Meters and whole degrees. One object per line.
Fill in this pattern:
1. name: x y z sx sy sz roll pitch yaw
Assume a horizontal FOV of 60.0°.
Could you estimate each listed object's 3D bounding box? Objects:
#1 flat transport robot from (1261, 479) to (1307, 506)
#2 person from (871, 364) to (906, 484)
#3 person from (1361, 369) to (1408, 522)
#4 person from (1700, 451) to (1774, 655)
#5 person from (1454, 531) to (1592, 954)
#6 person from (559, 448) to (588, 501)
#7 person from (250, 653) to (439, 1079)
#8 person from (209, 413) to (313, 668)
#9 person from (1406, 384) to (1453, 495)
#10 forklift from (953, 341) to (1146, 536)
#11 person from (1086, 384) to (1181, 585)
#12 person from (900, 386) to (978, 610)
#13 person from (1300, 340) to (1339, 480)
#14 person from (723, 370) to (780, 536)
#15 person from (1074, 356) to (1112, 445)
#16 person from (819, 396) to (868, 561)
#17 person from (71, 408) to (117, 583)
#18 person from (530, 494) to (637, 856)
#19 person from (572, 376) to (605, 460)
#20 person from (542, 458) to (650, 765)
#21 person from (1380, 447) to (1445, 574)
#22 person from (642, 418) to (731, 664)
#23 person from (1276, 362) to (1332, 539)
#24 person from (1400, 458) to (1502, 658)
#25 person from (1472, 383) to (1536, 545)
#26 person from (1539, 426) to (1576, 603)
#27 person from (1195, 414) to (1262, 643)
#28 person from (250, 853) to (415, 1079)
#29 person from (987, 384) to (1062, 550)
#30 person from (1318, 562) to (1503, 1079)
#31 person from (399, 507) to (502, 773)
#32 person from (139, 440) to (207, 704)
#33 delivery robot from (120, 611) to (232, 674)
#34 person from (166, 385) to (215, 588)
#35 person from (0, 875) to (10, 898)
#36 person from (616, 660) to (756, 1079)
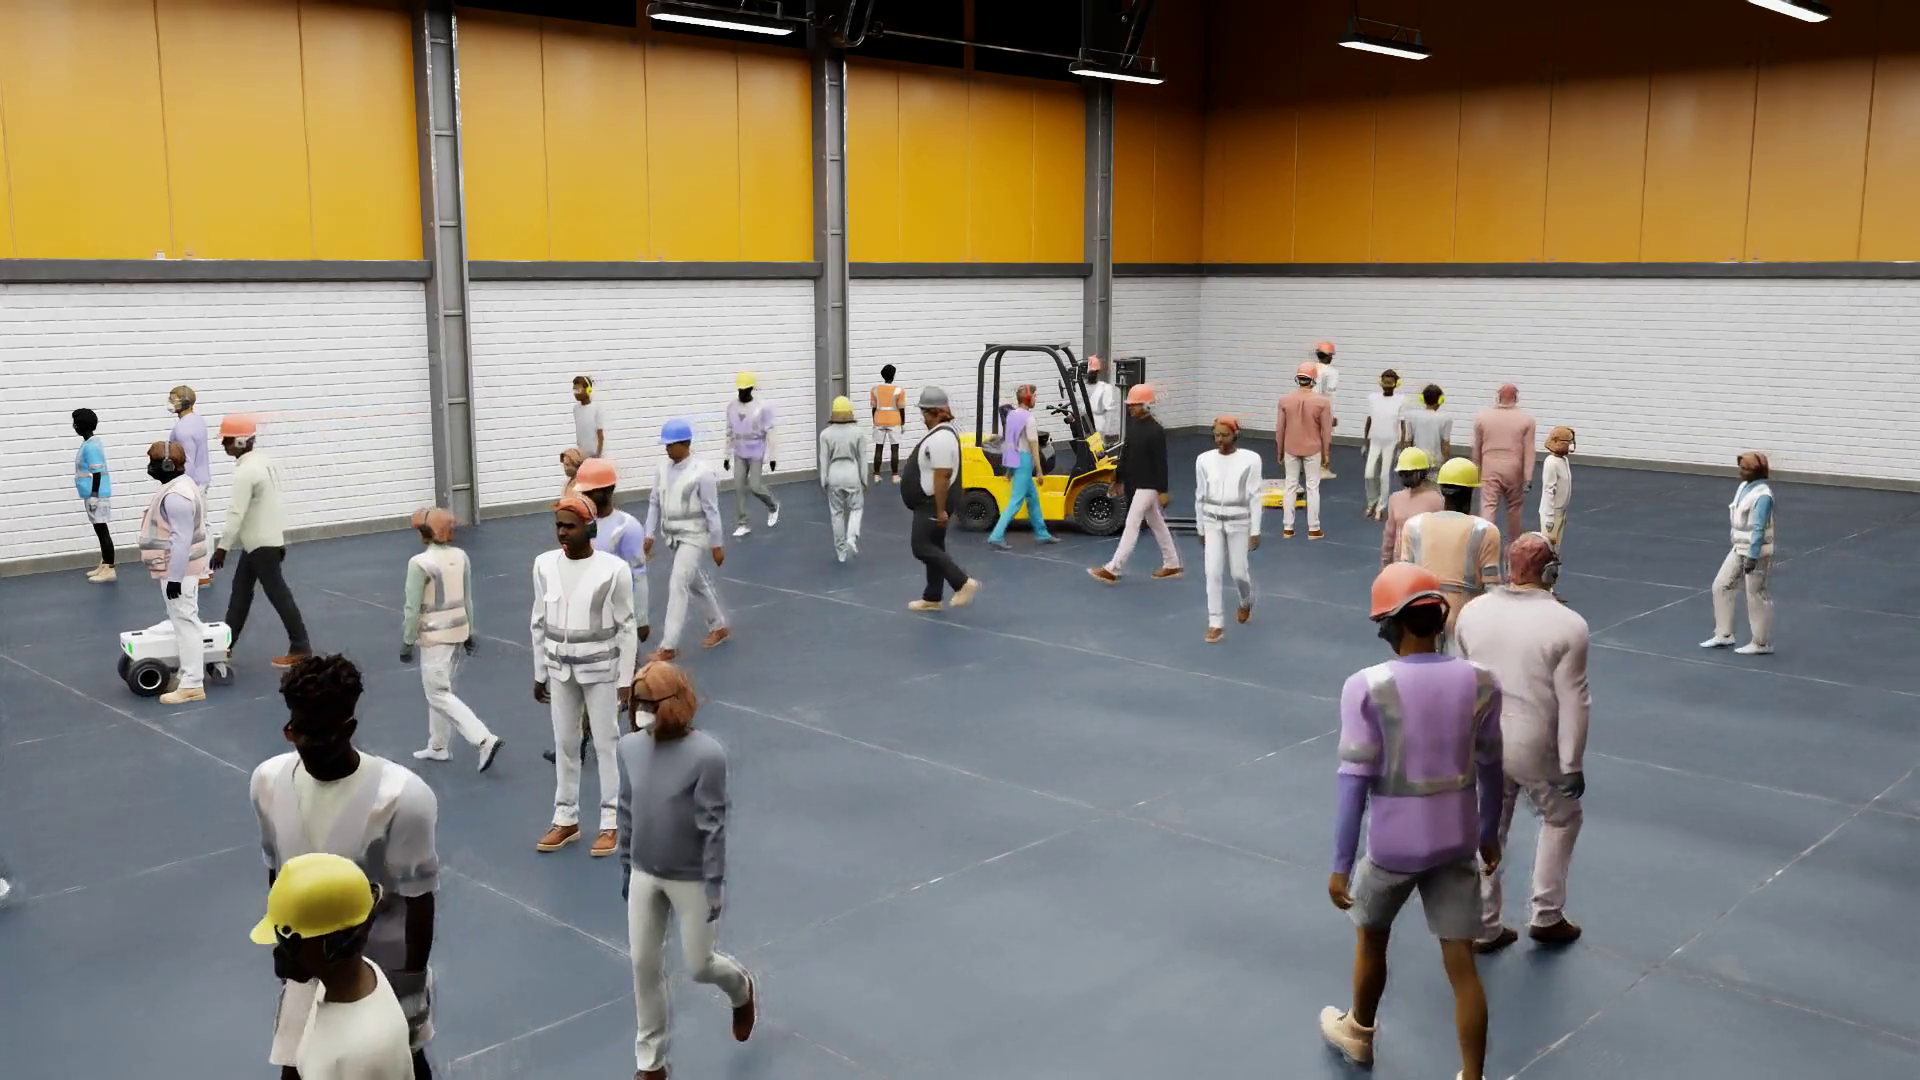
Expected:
1. flat transport robot: 4.108 -0.631 21.704 0.652 0.197 1.431 1 9 4
2. person: -1.009 -1.635 23.525 0.525 1.689 0.320 3 10 15
3. person: 5.066 -1.127 19.919 0.544 1.845 0.424 4 10 25
4. person: 6.118 0.105 13.054 0.603 1.613 0.528 1 9 6
5. person: 2.551 0.892 7.410 0.690 1.883 0.680 -8 12 -40
6. person: -3.039 0.066 13.322 0.554 1.619 0.533 -8 12 -41
7. person: -1.866 1.280 4.959 0.630 1.908 1.005 2 9 9
8. person: -5.407 0.022 12.553 0.983 1.946 0.627 -3 10 -16
9. person: 5.003 -0.744 17.715 0.535 1.813 0.991 6 11 32
10. forklift: 0.977 -1.223 19.452 2.313 2.155 1.214 2 9 11
11. person: 1.725 -0.537 16.063 1.057 1.933 0.618 -3 10 -16
12. person: -0.213 -0.360 14.631 0.625 2.000 0.690 1 9 6
13. person: 5.125 -1.850 23.859 0.665 2.025 0.608 -6 11 -34
14. person: -2.374 -1.004 19.011 0.618 1.902 0.616 4 10 25
15. person: 1.718 -1.455 21.813 0.565 1.882 0.977 4 10 23
16. person: -1.204 -0.623 17.168 0.501 1.730 0.459 0 9 0
17. person: -8.406 -0.437 16.144 0.318 1.698 0.539 -5 11 -28
18. person: -1.954 0.700 8.619 0.575 1.883 0.362 3 10 17
19. person: -4.170 -0.902 18.559 0.522 1.846 0.649 5 11 30
20. person: -2.210 0.428 10.323 0.545 1.885 1.012 7 12 38
21. person: 3.275 0.198 12.086 0.371 1.751 0.551 -6 11 -33
22. person: -2.131 -0.015 12.988 0.583 1.896 0.975 8 13 42
23. person: 3.869 -1.003 18.711 0.622 1.992 0.393 4 10 24
24. person: 2.913 0.470 9.900 0.593 1.922 0.380 6 11 32
25. person: 5.686 -0.715 17.424 0.653 1.851 1.013 5 11 29
26. person: 5.362 -0.214 14.981 0.265 1.631 0.507 6 11 32
27. person: 2.218 -0.117 13.673 0.582 1.867 0.696 4 10 25
28. person: -1.446 1.556 3.824 0.875 1.721 0.547 -5 11 -30
29. person: 0.686 -0.798 18.056 0.940 1.801 0.582 -3 10 -19
30. person: 1.637 1.070 6.040 0.734 1.971 1.008 -2 9 -12
31. person: -3.069 0.601 10.049 0.690 1.613 0.512 3 10 16
32. person: -5.522 0.218 11.698 0.429 1.844 0.627 -4 10 -25
33. delivery robot: -5.681 0.752 12.070 0.707 0.478 0.477 -6 11 -34
34. person: -7.331 -0.507 15.841 0.366 1.940 0.635 -2 9 -13
35. person: -4.778 0.910 7.382 0.606 1.874 0.991 7 11 35
36. person: -1.040 1.228 6.172 0.510 1.615 0.619 4 10 25
